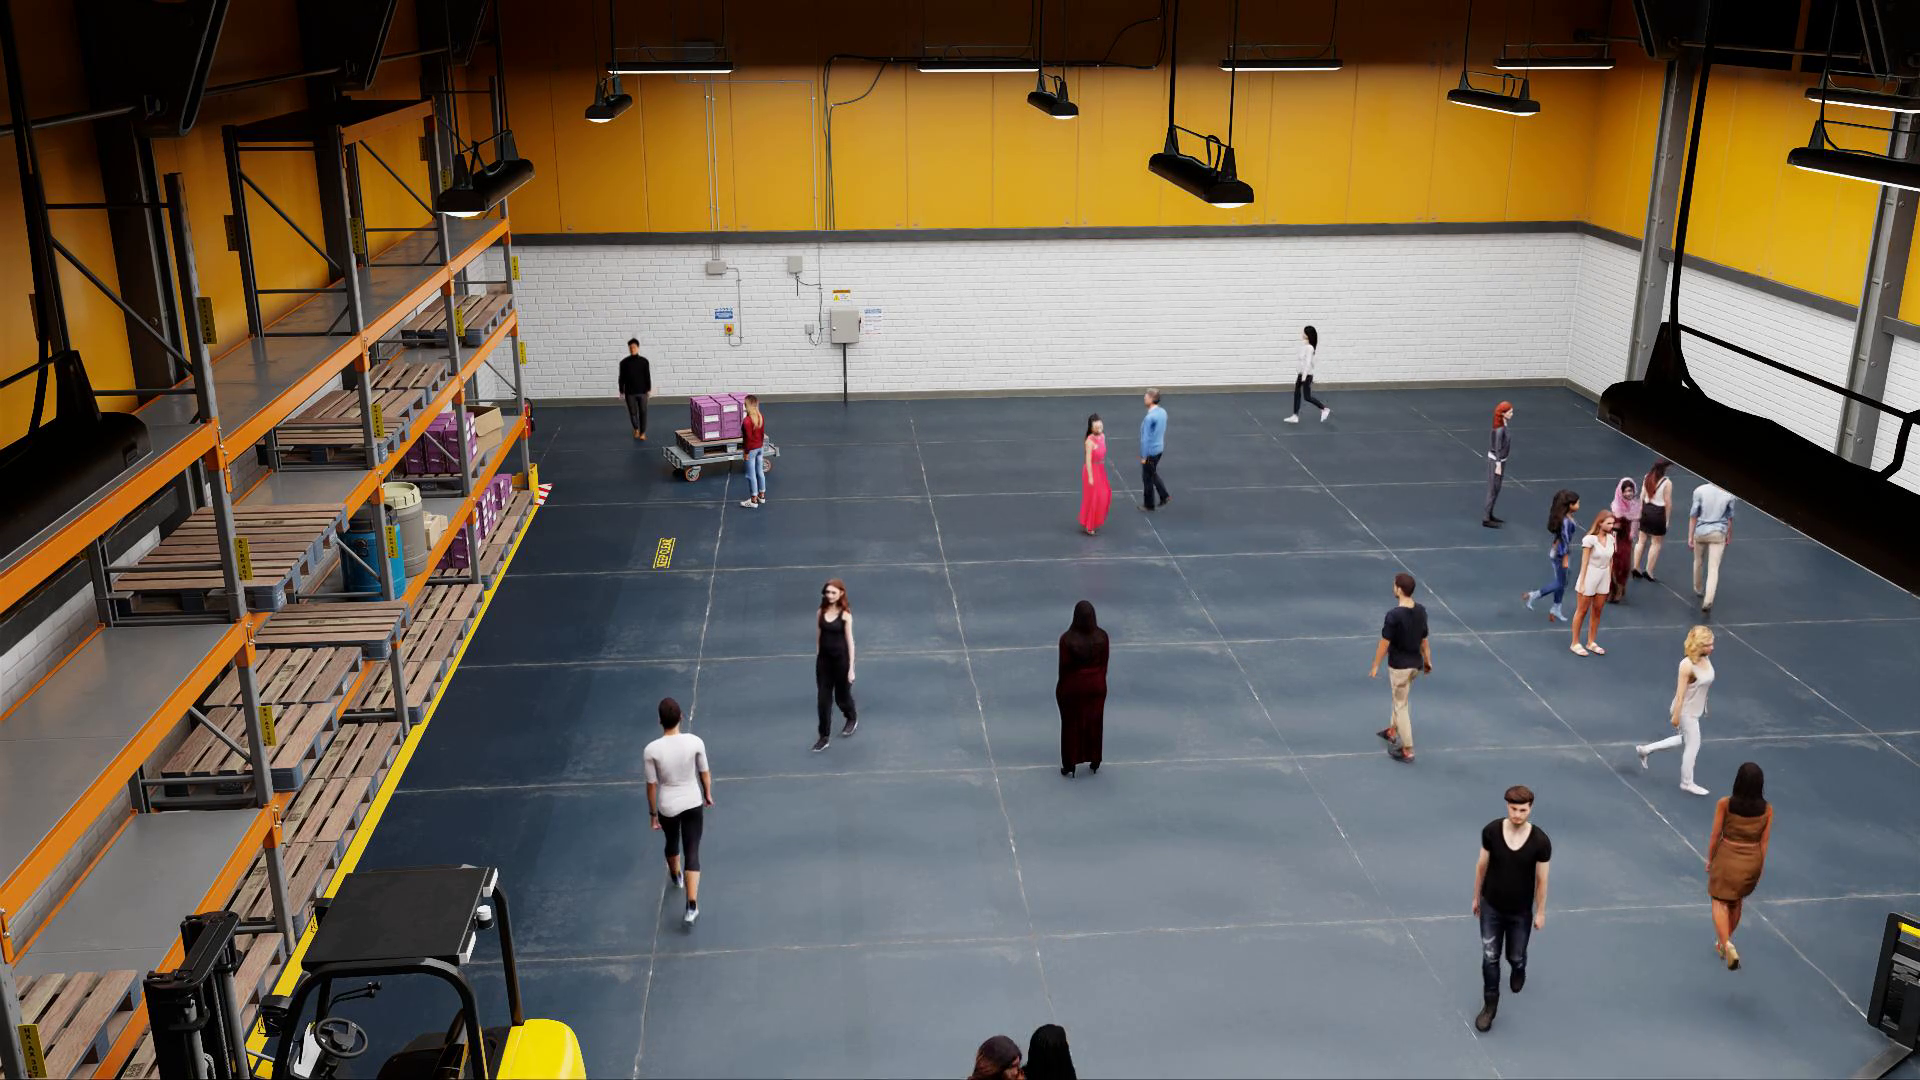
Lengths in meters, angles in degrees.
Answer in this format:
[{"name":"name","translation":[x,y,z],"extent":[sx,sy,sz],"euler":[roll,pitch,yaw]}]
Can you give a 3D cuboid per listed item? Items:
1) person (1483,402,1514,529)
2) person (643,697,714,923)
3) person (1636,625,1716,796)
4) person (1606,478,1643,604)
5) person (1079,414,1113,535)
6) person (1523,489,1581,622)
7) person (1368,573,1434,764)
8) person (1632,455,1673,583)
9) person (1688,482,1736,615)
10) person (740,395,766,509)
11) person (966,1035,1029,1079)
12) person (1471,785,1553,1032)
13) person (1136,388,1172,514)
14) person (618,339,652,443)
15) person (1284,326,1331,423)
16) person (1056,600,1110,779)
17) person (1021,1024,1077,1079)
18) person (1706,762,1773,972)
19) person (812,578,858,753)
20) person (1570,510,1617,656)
[{"name":"person","translation":[7.422,-1.054,22.985],"extent":[0.722,1.777,0.607],"euler":[8,20,23]},{"name":"person","translation":[-2.227,2.178,13.325],"extent":[0.760,1.816,1.213],"euler":[-4,19,-11]},{"name":"person","translation":[6.698,1.544,15.472],"extent":[1.028,1.647,0.968],"euler":[15,24,38]},{"name":"person","translation":[8.002,-0.012,20.168],"extent":[0.888,1.599,0.846],"euler":[16,24,39]},{"name":"person","translation":[1.815,-0.884,22.601],"extent":[0.928,1.699,0.848],"euler":[8,20,21]},{"name":"person","translation":[6.981,0.195,19.539],"extent":[0.855,1.608,0.824],"euler":[7,20,19]},{"name":"person","translation":[4.359,1.262,16.041],"extent":[0.942,1.818,1.019],"euler":[-12,22,-32]},{"name":"person","translation":[8.702,-0.269,20.864],"extent":[0.779,1.643,0.653],"euler":[-15,24,-37]},{"name":"person","translation":[8.952,-0.007,19.831],"extent":[1.040,1.806,1.347],"euler":[7,20,20]},{"name":"person","translation":[-2.974,-1.294,23.917],"extent":[0.743,1.635,0.632],"euler":[8,20,23]},{"name":"person","translation":[0.244,3.553,9.448],"extent":[0.622,1.684,0.927],"euler":[1,19,2]},{"name":"person","translation":[3.964,2.591,11.995],"extent":[0.978,1.882,1.088],"euler":[11,21,29]},{"name":"person","translation":[2.802,-1.263,23.549],"extent":[0.916,1.812,0.854],"euler":[12,22,31]},{"name":"person","translation":[-5.321,-2.467,27.309],"extent":[0.650,1.693,1.001],"euler":[-1,19,-4]},{"name":"person","translation":[5.958,-2.793,28.296],"extent":[0.673,1.683,0.911],"euler":[-1,19,-2]},{"name":"person","translation":[1.162,1.402,15.722],"extent":[0.726,1.758,0.687],"euler":[-7,20,-19]},{"name":"person","translation":[0.441,3.555,9.394],"extent":[0.954,1.716,1.038],"euler":[13,22,33]},{"name":"person","translation":[5.888,2.510,12.571],"extent":[0.723,1.669,0.977],"euler":[4,19,11]},{"name":"person","translation":[-1.182,1.181,16.438],"extent":[0.886,1.719,1.076],"euler":[7,20,21]},{"name":"person","translation":[7.100,0.455,18.630],"extent":[0.610,1.696,0.607],"euler":[-5,19,-15]}]
